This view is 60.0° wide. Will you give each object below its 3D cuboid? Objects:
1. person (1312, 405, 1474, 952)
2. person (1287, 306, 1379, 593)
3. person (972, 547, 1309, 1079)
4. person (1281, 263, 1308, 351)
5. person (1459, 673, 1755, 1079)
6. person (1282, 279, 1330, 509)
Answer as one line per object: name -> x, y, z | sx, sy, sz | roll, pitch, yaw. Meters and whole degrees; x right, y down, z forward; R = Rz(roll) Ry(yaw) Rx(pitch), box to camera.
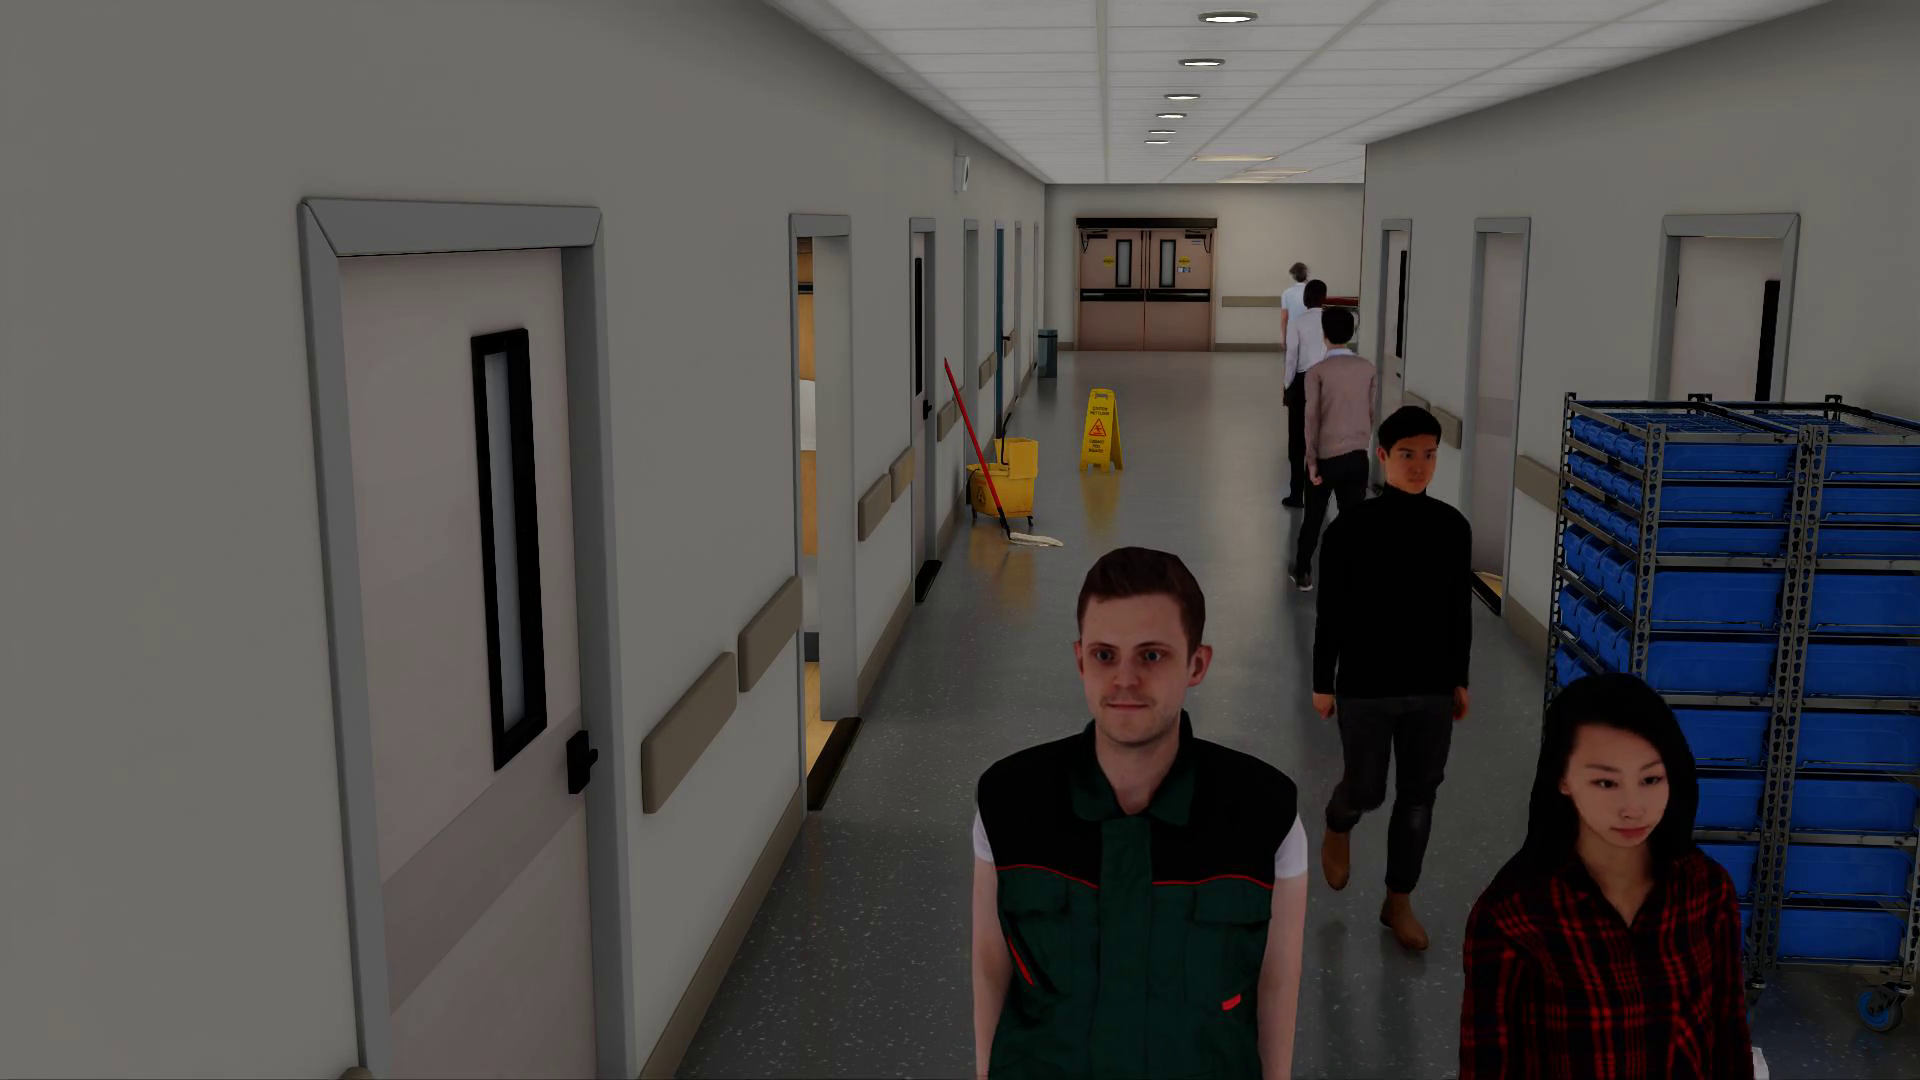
person -> 1.377, 0.420, 5.361 | 0.723, 1.708, 0.876 | -1, 11, -4
person -> 2.229, -0.423, 9.671 | 0.801, 1.756, 1.241 | -1, 11, -6
person -> 0.239, 0.905, 2.433 | 0.638, 1.842, 0.573 | 1, 11, 8
person -> 4.073, -2.385, 19.869 | 0.846, 1.810, 1.034 | 4, 12, 21
person -> 0.918, 0.989, 2.639 | 0.914, 1.604, 1.143 | -4, 12, -22
person -> 2.852, -1.187, 13.482 | 0.676, 1.836, 0.579 | -1, 11, -4
